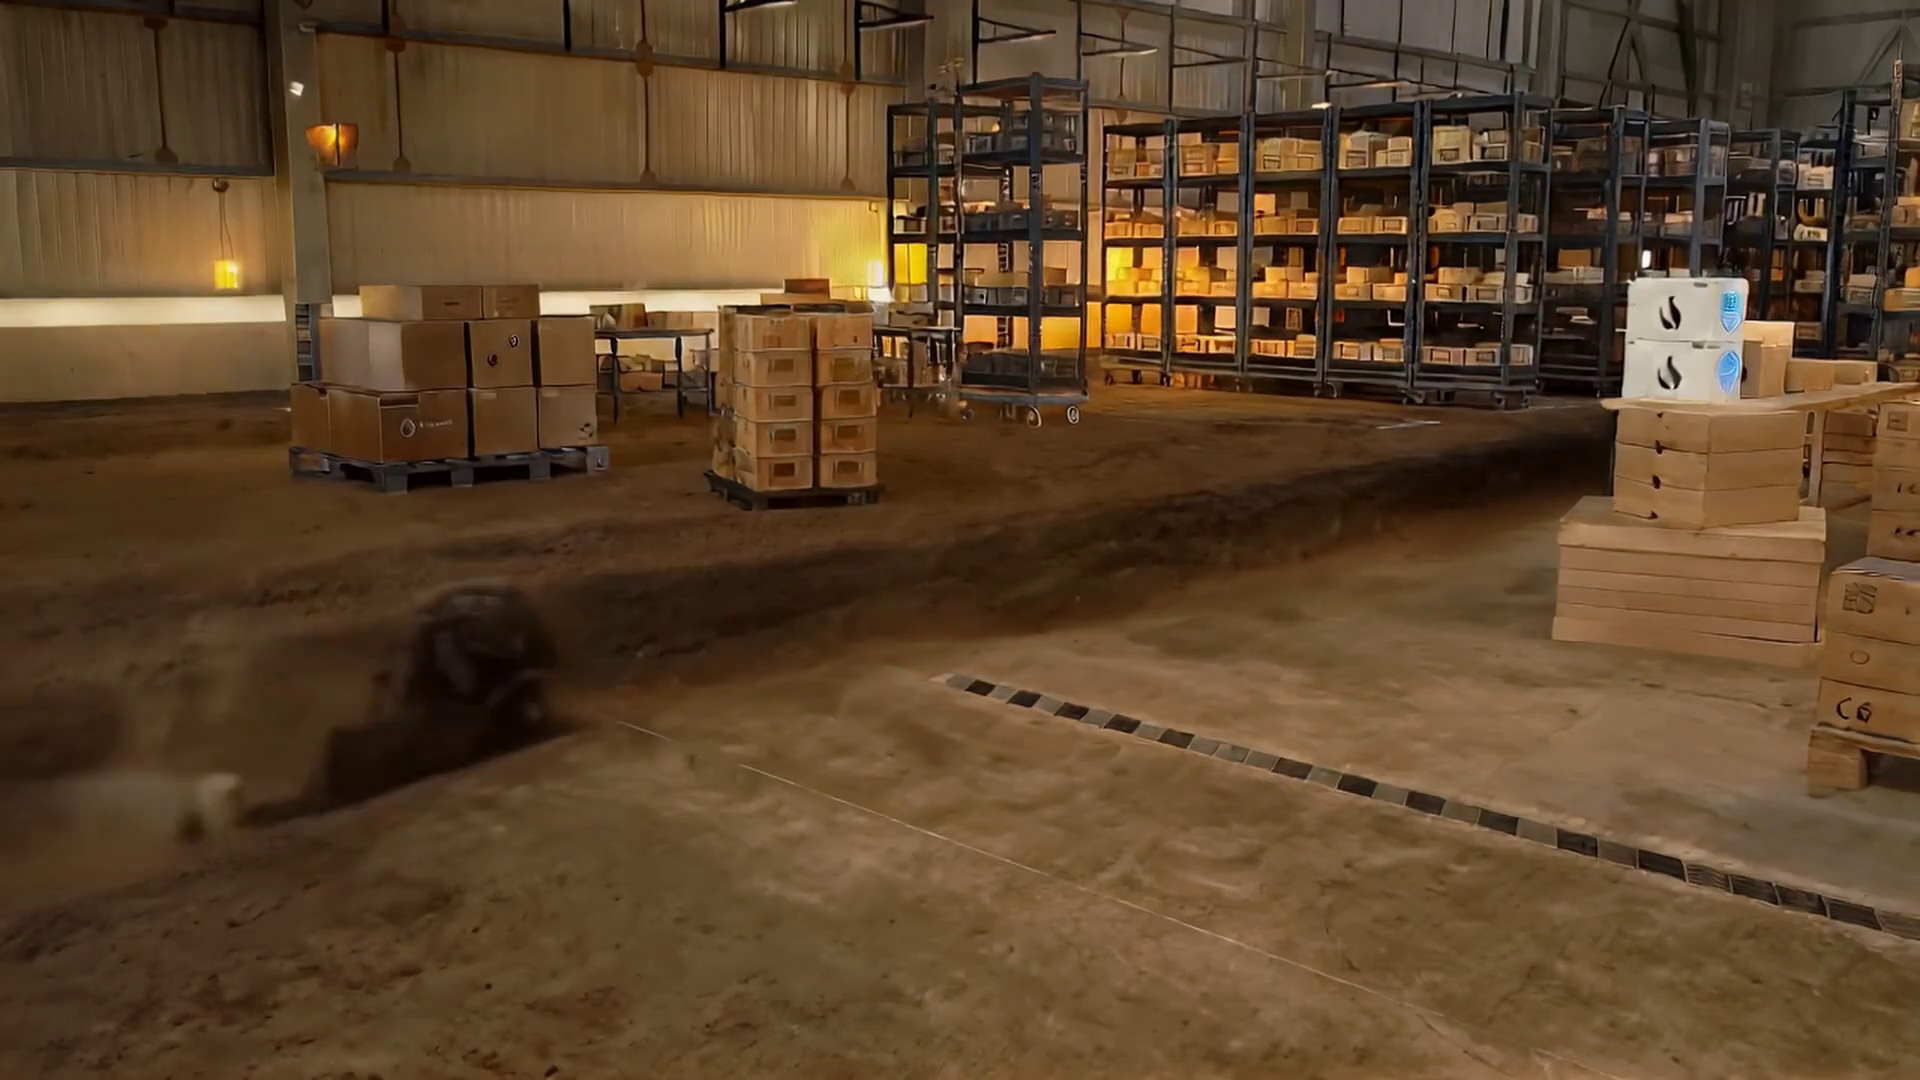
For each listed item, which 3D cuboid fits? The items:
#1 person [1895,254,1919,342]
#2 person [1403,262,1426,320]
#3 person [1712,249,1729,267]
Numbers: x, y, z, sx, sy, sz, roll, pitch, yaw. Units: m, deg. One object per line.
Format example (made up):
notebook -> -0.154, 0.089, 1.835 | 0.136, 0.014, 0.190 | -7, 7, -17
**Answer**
person -> 13.709, -3.206, 24.056 | 0.403, 1.826, 0.593 | 5, 11, 29
person -> 8.870, -4.581, 32.396 | 0.570, 1.813, 0.618 | 4, 10, 21
person -> 13.027, -4.038, 28.667 | 0.555, 1.962, 0.683 | -1, 9, -6
